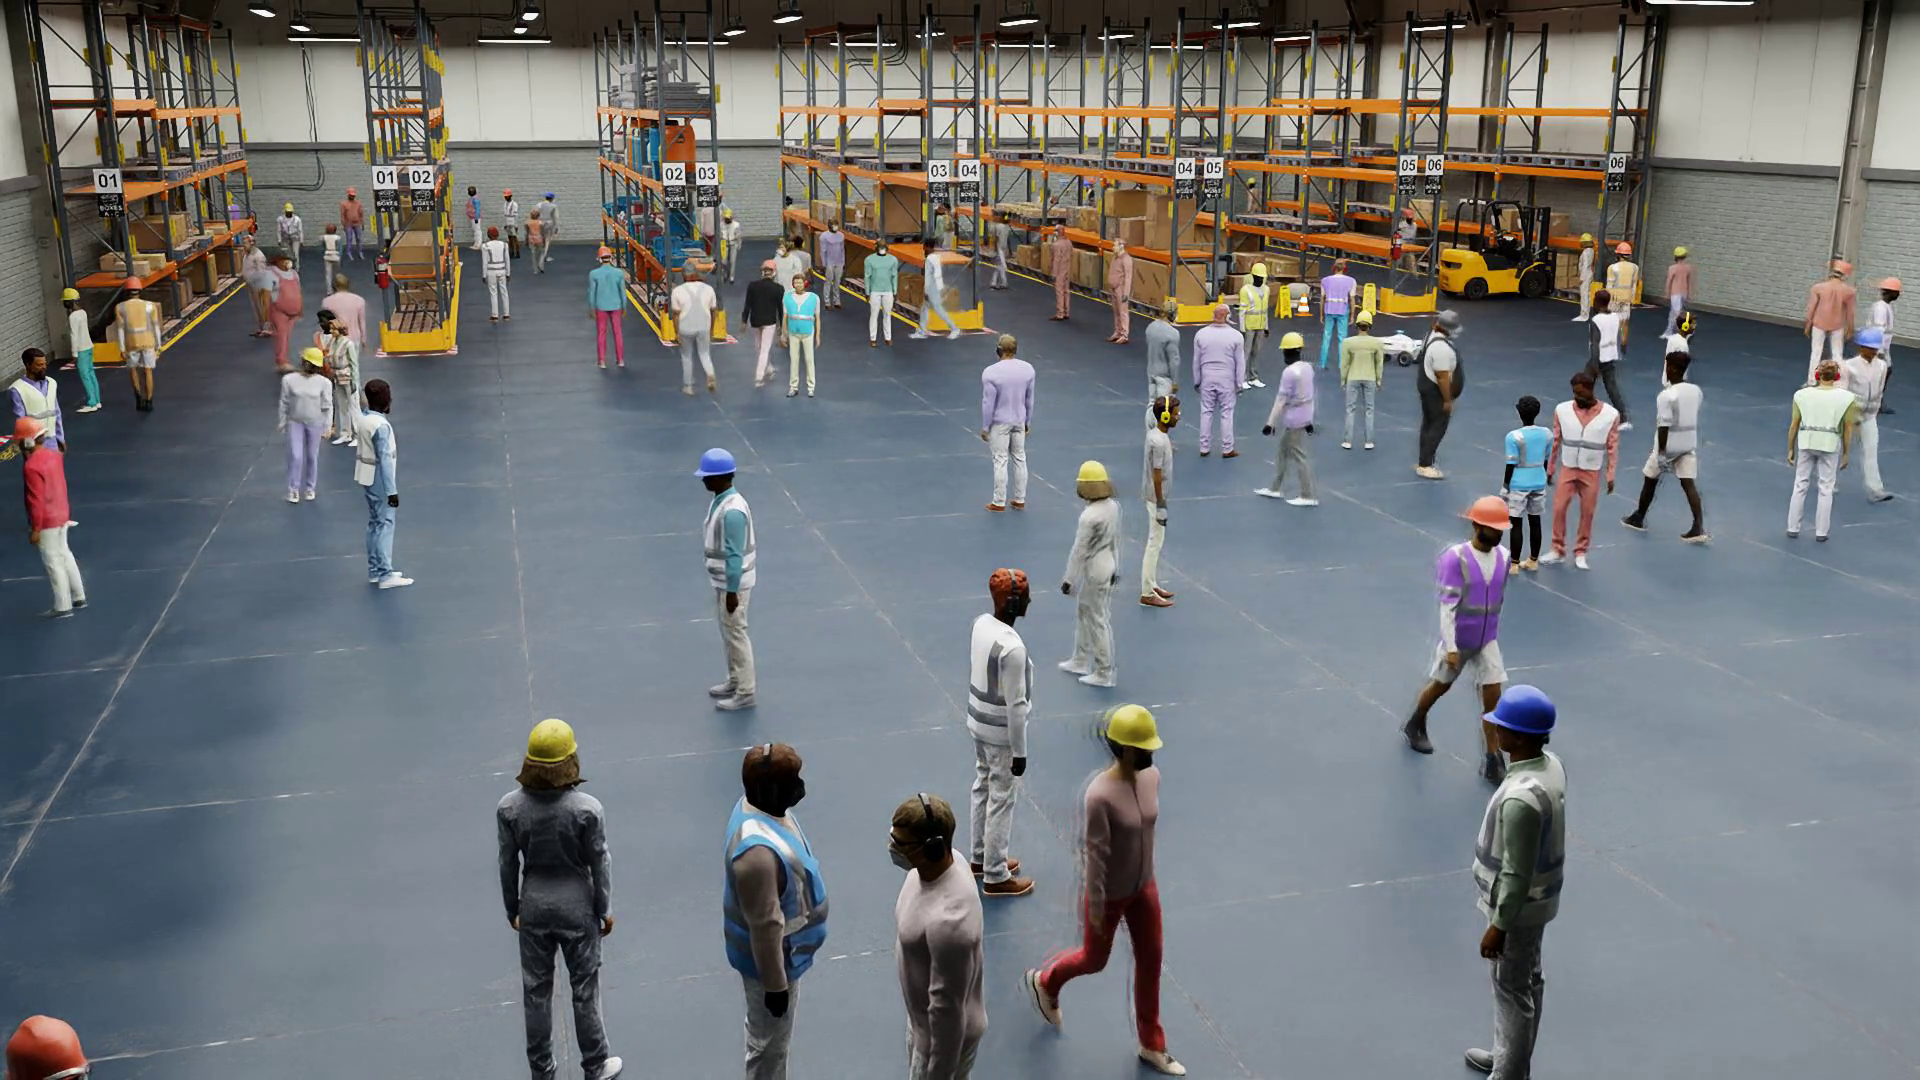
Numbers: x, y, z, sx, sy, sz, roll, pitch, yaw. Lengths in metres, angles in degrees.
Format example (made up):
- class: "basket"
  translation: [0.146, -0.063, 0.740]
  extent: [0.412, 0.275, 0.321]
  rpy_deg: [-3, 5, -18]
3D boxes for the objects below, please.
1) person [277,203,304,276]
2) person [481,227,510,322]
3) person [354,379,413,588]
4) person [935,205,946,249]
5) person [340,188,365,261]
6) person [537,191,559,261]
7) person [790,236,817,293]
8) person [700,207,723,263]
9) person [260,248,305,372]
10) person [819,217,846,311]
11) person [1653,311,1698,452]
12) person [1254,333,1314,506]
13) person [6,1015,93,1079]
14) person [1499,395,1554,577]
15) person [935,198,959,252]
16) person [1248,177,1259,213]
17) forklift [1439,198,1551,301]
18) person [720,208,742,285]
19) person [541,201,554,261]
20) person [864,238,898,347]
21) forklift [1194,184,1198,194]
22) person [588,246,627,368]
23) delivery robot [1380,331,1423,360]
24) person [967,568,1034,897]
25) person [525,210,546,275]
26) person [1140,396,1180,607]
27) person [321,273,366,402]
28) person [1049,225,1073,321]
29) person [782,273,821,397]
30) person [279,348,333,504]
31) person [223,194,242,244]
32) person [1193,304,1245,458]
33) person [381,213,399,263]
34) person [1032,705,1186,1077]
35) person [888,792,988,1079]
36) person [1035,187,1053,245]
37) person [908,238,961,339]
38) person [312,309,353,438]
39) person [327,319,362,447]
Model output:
- class: "person"
  translation: [-16.786, -7.537, 41.724]
  extent: [0.613, 1.813, 0.420]
  rpy_deg: [-4, 15, -16]
- class: "person"
  translation: [-9.261, -5.306, 33.203]
  extent: [0.587, 1.882, 0.341]
  rpy_deg: [-12, 19, -39]
- class: "person"
  translation: [-5.286, -0.511, 15.122]
  extent: [0.391, 1.911, 0.582]
  rpy_deg: [-10, 18, -32]
- class: "person"
  translation: [-0.519, -8.016, 43.906]
  extent: [0.287, 1.627, 0.497]
  rpy_deg: [-3, 15, -11]
- class: "person"
  translation: [-16.651, -8.663, 45.649]
  extent: [0.618, 1.986, 0.406]
  rpy_deg: [-10, 18, -34]
- class: "person"
  translation: [-11.279, -8.598, 45.587]
  extent: [0.645, 1.887, 0.823]
  rpy_deg: [1, 15, 5]
- class: "person"
  translation: [-2.996, -4.844, 31.570]
  extent: [0.531, 1.826, 0.917]
  rpy_deg: [5, 16, 19]
- class: "person"
  translation: [-6.439, -7.974, 43.182]
  extent: [0.615, 1.929, 1.044]
  rpy_deg: [-4, 15, -15]
- class: "person"
  translation: [-11.047, -3.792, 27.207]
  extent: [0.627, 2.000, 0.721]
  rpy_deg: [5, 16, 17]
- class: "person"
  translation: [-2.656, -5.794, 34.937]
  extent: [0.629, 1.940, 0.372]
  rpy_deg: [-13, 20, -41]
- class: "person"
  translation: [8.738, -1.869, 20.339]
  extent: [0.340, 1.857, 0.517]
  rpy_deg: [3, 15, 10]
- class: "person"
  translation: [3.553, -1.317, 18.190]
  extent: [0.851, 1.889, 0.589]
  rpy_deg: [8, 17, 28]
- class: "person"
  translation: [-2.654, 2.246, 5.040]
  extent: [0.339, 1.747, 0.573]
  rpy_deg: [7, 16, 24]
- class: "person"
  translation: [5.253, -0.501, 15.477]
  extent: [0.533, 1.698, 0.322]
  rpy_deg: [-6, 16, -23]
- class: "person"
  translation: [-0.347, -8.280, 44.506]
  extent: [0.629, 1.824, 0.431]
  rpy_deg: [-9, 17, -30]
- class: "person"
  translation: [9.247, -10.499, 52.662]
  extent: [0.382, 1.924, 0.594]
  rpy_deg: [9, 17, 29]
- class: "forklift"
  translation: [11.913, -6.508, 37.130]
  extent: [2.313, 2.155, 1.214]
  rpy_deg: [-4, 15, -15]
- class: "person"
  translation: [-5.510, -7.005, 39.738]
  extent: [0.595, 1.818, 0.416]
  rpy_deg: [-1, 15, -3]
- class: "person"
  translation: [-11.338, -8.462, 45.569]
  extent: [0.316, 1.629, 0.509]
  rpy_deg: [-2, 15, -8]
- class: "person"
  translation: [-1.409, -4.439, 29.836]
  extent: [0.632, 1.940, 0.372]
  rpy_deg: [-4, 15, -15]
- class: "forklift"
  translation: [7.392, -11.333, 53.972]
  extent: [1.873, 2.768, 1.129]
  rpy_deg: [-4, 15, -15]
- class: "person"
  translation: [-5.831, -3.859, 27.562]
  extent: [0.627, 1.987, 0.394]
  rpy_deg: [-7, 17, -26]
- class: "delivery robot"
  translation: [7.367, -3.260, 27.871]
  extent: [0.707, 0.478, 0.477]
  rpy_deg: [14, 20, 42]
- class: "person"
  translation: [0.227, 1.065, 9.255]
  extent: [0.351, 1.878, 0.568]
  rpy_deg: [-6, 16, -21]
- class: "person"
  translation: [-10.726, -7.527, 42.066]
  extent: [0.532, 1.626, 0.395]
  rpy_deg: [-2, 15, -7]
- class: "person"
  translation: [1.753, -0.344, 14.590]
  extent: [0.323, 1.860, 0.515]
  rpy_deg: [2, 15, 7]
- class: "person"
  translation: [-8.824, -2.871, 23.985]
  extent: [0.641, 1.921, 0.708]
  rpy_deg: [-13, 20, -40]
- class: "person"
  translation: [1.995, -5.358, 33.365]
  extent: [0.400, 1.905, 0.643]
  rpy_deg: [9, 17, 31]
- class: "person"
  translation: [-2.359, -3.053, 24.799]
  extent: [0.575, 1.843, 0.375]
  rpy_deg: [2, 15, 6]
- class: "person"
  translation: [-7.179, -1.259, 18.289]
  extent: [0.591, 1.711, 0.525]
  rpy_deg: [-6, 16, -20]
- class: "person"
  translation: [-19.446, -8.317, 44.459]
  extent: [0.383, 1.924, 0.589]
  rpy_deg: [4, 15, 14]
- class: "person"
  translation: [3.216, -1.971, 20.614]
  extent: [0.652, 1.904, 0.402]
  rpy_deg: [7, 16, 24]
- class: "person"
  translation: [-14.246, -7.631, 41.791]
  extent: [0.650, 1.968, 0.645]
  rpy_deg: [-2, 15, -9]
- class: "person"
  translation: [0.699, 1.558, 7.654]
  extent: [0.528, 1.742, 0.791]
  rpy_deg: [-13, 20, -41]
- class: "person"
  translation: [-0.086, 1.842, 6.221]
  extent: [0.375, 1.933, 0.625]
  rpy_deg: [-2, 15, -6]
- class: "person"
  translation: [2.526, -9.466, 48.971]
  extent: [0.634, 1.813, 0.742]
  rpy_deg: [-8, 17, -27]
- class: "person"
  translation: [-0.455, -4.642, 30.726]
  extent: [0.951, 1.879, 0.612]
  rpy_deg: [2, 15, 7]
- class: "person"
  translation: [-8.215, -2.168, 21.754]
  extent: [0.535, 1.697, 0.318]
  rpy_deg: [3, 15, 12]
- class: "person"
  translation: [-7.872, -2.016, 21.287]
  extent: [0.515, 1.641, 0.315]
  rpy_deg: [11, 18, 36]
